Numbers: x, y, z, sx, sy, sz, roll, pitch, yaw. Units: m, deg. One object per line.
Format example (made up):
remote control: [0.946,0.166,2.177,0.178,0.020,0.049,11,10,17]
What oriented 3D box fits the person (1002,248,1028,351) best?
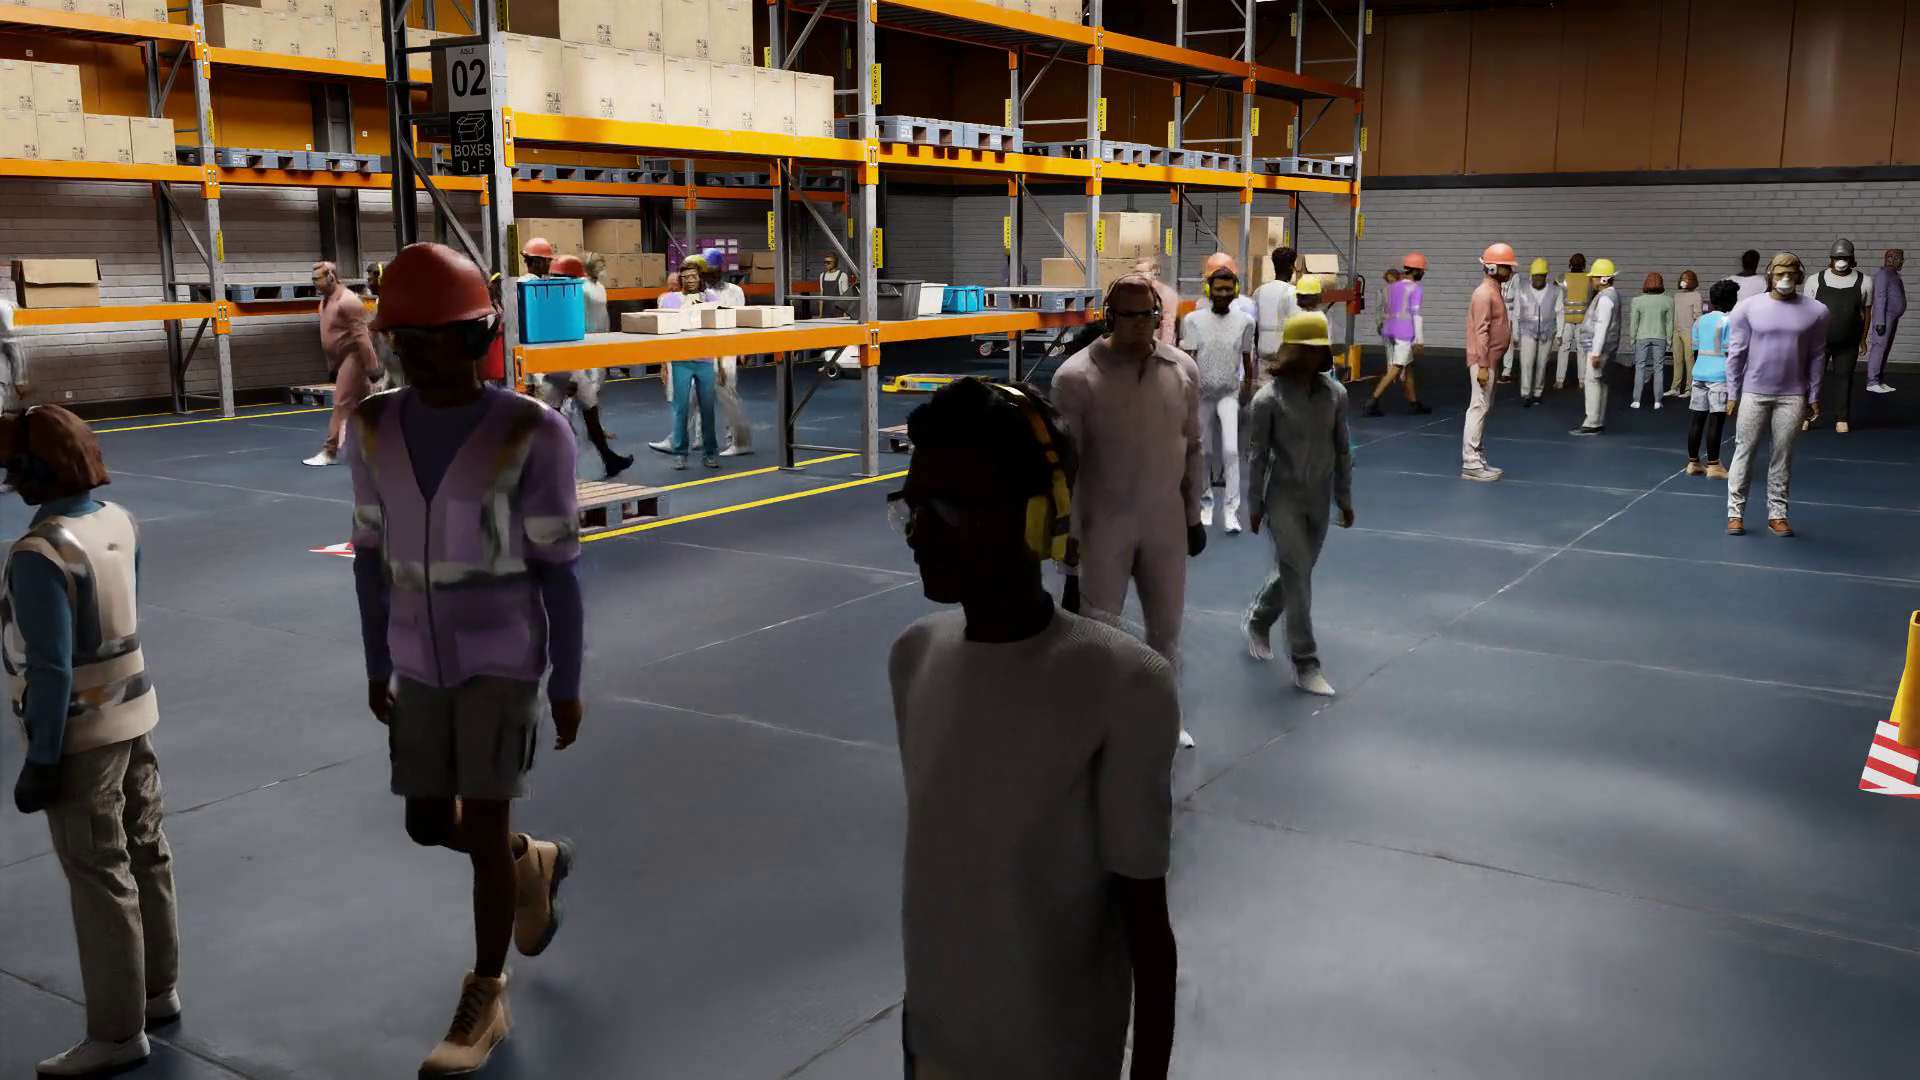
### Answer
person: [0.977,-4.406,30.364,0.387,1.922,0.593,10,14,44]

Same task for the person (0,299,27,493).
person: [-7.737,-1.267,13.018,0.577,1.901,0.922,3,11,17]

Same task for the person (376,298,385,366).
person: [-5.474,-1.868,16.554,0.600,1.832,0.404,1,10,8]

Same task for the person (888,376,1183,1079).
person: [0.126,0.701,2.246,0.525,1.860,0.584,10,14,43]

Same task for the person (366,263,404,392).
person: [-4.800,-1.475,14.414,0.589,1.836,0.585,-7,13,-35]

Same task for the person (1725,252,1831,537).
person: [5.570,-0.987,11.382,0.629,1.940,0.378,3,11,14]

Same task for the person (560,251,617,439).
person: [-3.783,-1.955,16.821,0.532,1.921,0.633,1,10,5]

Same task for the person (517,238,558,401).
person: [-3.930,-1.793,15.567,0.395,2.038,0.615,-7,13,-35]

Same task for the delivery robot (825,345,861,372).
delivery robot: [-1.596,-2.645,24.142,0.707,0.478,0.477,1,10,5]

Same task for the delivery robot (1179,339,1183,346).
delivery robot: [3.496,-2.920,25.667,0.707,0.478,0.477,-5,12,-28]

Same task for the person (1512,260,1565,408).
person: [7.014,-2.492,20.172,0.591,1.772,0.953,3,11,14]

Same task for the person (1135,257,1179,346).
person: [1.838,-1.803,16.141,0.651,1.864,0.987,10,14,44]

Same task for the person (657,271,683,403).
person: [-3.510,-2.513,20.669,0.522,1.640,0.312,3,11,16]

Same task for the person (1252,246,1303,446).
person: [3.010,-1.774,15.667,0.361,1.963,0.613,-7,12,-34]

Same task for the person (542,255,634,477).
person: [-3.227,-1.436,13.994,0.558,1.893,0.936,8,13,37]

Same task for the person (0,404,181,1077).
person: [-2.130,0.484,4.063,0.311,1.640,0.512,-1,10,-4]

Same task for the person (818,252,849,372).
person: [-1.931,-3.473,25.421,0.508,1.842,0.332,6,12,29]

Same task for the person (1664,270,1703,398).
person: [9.337,-2.654,21.454,0.279,1.636,0.505,-3,11,-18]

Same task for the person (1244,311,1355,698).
person: [1.531,-0.203,7.678,0.491,1.714,0.847,-5,11,-24]

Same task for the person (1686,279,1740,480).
person: [6.415,-1.359,14.126,0.320,1.692,0.531,-2,10,-11]

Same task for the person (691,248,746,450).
person: [-2.364,-1.828,16.018,0.617,1.943,0.402,0,10,0]

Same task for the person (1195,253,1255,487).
person: [2.105,-1.364,13.548,0.543,1.919,0.577,7,12,32]

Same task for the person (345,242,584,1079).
person: [-1.199,0.273,4.181,0.616,2.021,0.727,2,11,13]

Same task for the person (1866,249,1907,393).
person: [12.365,-2.916,22.165,0.407,1.905,0.655,9,13,40]

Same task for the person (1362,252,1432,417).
person: [5.044,-2.352,19.113,0.951,1.893,0.552,-3,11,-16]

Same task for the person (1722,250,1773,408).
person: [9.435,-2.526,20.022,0.609,1.896,0.594,7,12,34]

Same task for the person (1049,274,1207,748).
person: [0.674,-0.091,6.566,0.656,1.895,0.399,-3,11,-18]

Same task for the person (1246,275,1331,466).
person: [3.067,-1.479,14.733,0.940,1.707,0.528,-2,10,-9]

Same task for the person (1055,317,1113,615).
person: [0.601,-0.126,7.284,0.321,1.695,0.543,9,13,40]

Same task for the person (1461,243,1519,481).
person: [4.483,-1.501,14.081,0.400,1.989,0.623,5,11,25]

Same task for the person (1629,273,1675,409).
person: [8.318,-2.395,20.026,0.499,1.634,0.288,3,11,18]

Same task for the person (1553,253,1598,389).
person: [8.385,-2.983,22.716,0.626,1.844,0.429,2,10,12]

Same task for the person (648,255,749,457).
person: [-2.424,-1.687,15.439,0.984,1.877,0.603,-6,12,-30]

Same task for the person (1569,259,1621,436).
person: [6.634,-1.994,17.273,0.404,1.830,0.601,5,11,26]

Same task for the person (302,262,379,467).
person: [-5.552,-1.607,15.135,0.964,1.836,0.668,-8,13,-37]

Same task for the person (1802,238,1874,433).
person: [9.208,-2.144,17.509,0.673,2.000,0.535,5,11,25]

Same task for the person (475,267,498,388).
person: [-4.517,-1.824,16.365,0.637,1.812,0.745,-2,10,-12]

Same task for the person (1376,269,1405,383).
person: [6.146,-3.018,23.521,0.535,1.620,0.504,3,11,15]

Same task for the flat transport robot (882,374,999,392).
flat transport robot: [-0.244,-2.073,22.022,1.431,0.197,0.652,4,11,22]

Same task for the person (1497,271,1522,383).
person: [7.679,-3.159,23.571,0.361,1.882,0.575,-5,11,-24]

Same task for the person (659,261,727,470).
person: [-2.361,-1.537,14.728,0.592,1.841,0.416,-4,11,-20]

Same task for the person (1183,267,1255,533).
person: [1.761,-0.958,11.540,0.540,1.830,0.874,1,10,8]
